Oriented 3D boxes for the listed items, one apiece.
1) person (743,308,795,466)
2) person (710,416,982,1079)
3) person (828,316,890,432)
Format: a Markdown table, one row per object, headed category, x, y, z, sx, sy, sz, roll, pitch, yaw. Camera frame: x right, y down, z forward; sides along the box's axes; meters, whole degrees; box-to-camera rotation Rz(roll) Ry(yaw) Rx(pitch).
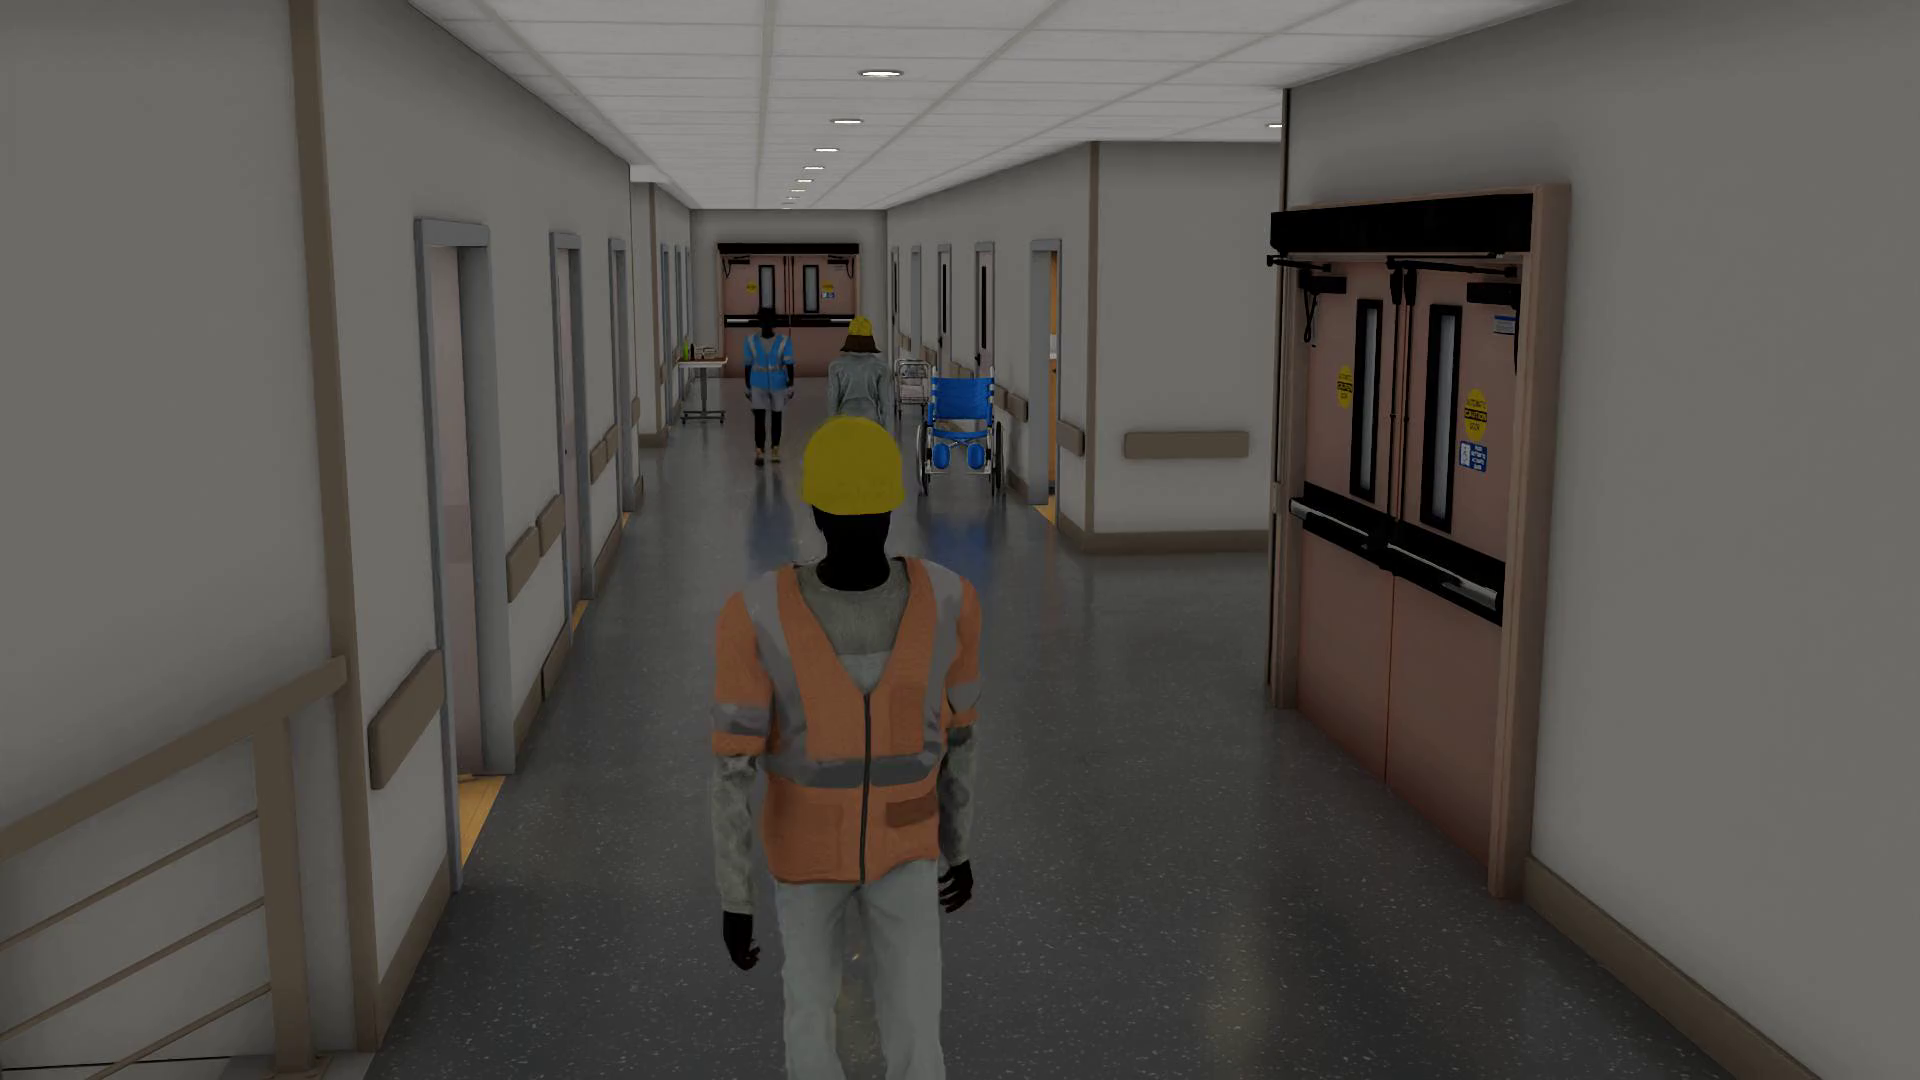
| category | x | y | z | sx | sy | sz | roll | pitch | yaw |
| --- | --- | --- | --- | --- | --- | --- | --- | --- | --- |
| person | -2.004 | -1.601 | 17.441 | 0.550 | 1.648 | 0.849 | -1 | 10 | -5 |
| person | -0.224 | 0.677 | 3.569 | 0.611 | 1.872 | 0.973 | -2 | 10 | -13 |
| person | -0.789 | -0.879 | 13.053 | 0.486 | 1.737 | 0.319 | 0 | 10 | -3 |
